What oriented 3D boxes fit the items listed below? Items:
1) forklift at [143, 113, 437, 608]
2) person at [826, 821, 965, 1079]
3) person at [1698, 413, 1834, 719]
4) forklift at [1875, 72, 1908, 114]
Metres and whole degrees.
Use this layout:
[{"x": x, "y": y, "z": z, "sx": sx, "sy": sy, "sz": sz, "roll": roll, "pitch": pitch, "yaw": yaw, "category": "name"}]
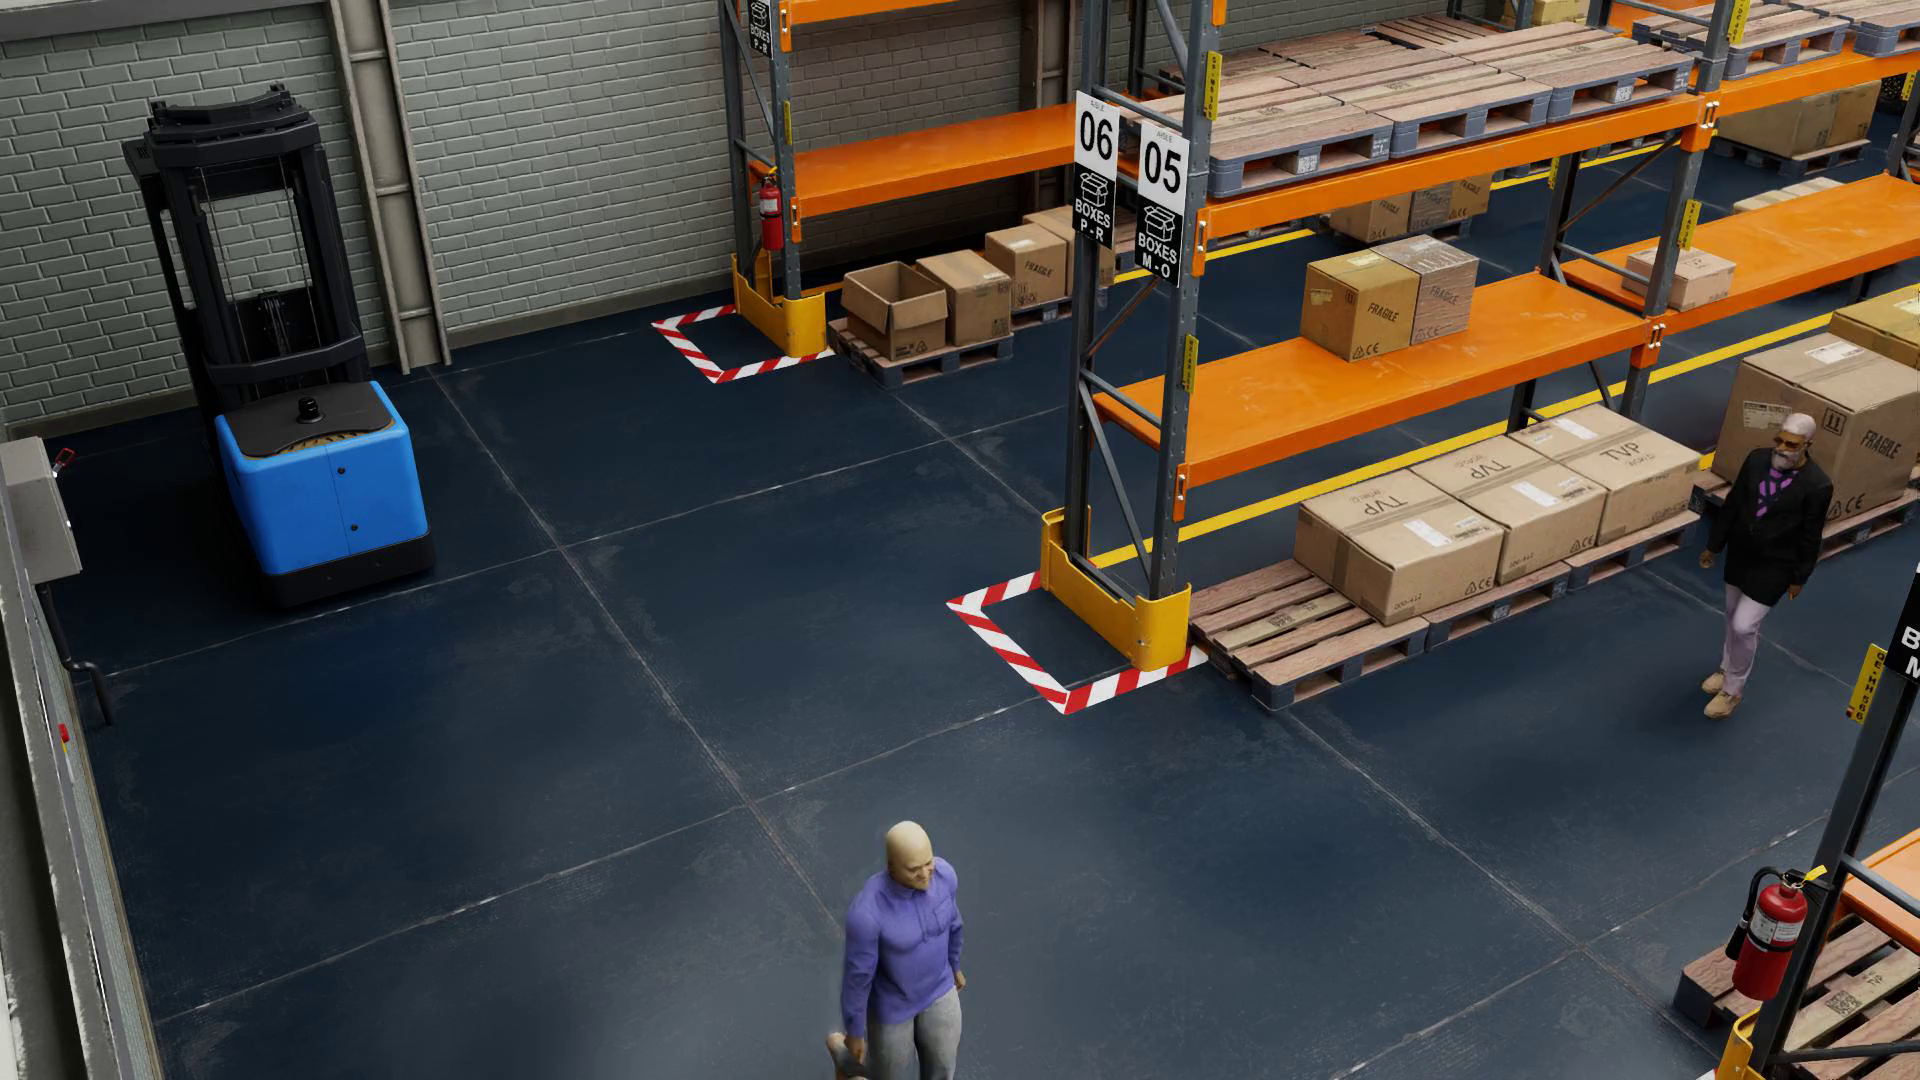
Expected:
[{"x": -4.289, "y": -1.259, "z": 10.509, "sx": 1.129, "sy": 2.768, "sz": 1.873, "roll": -17, "pitch": 36, "yaw": -26, "category": "forklift"}, {"x": -0.255, "y": 1.783, "z": 6.634, "sx": 0.597, "sy": 1.774, "sz": 0.774, "roll": -22, "pitch": 38, "yaw": -31, "category": "person"}, {"x": 4.374, "y": 0.136, "z": 9.236, "sx": 0.652, "sy": 1.838, "sz": 0.540, "roll": -15, "pitch": 35, "yaw": -23, "category": "person"}, {"x": 11.468, "y": -5.645, "z": 18.244, "sx": 1.214, "sy": 2.155, "sz": 2.313, "roll": -17, "pitch": 36, "yaw": -26, "category": "forklift"}]
